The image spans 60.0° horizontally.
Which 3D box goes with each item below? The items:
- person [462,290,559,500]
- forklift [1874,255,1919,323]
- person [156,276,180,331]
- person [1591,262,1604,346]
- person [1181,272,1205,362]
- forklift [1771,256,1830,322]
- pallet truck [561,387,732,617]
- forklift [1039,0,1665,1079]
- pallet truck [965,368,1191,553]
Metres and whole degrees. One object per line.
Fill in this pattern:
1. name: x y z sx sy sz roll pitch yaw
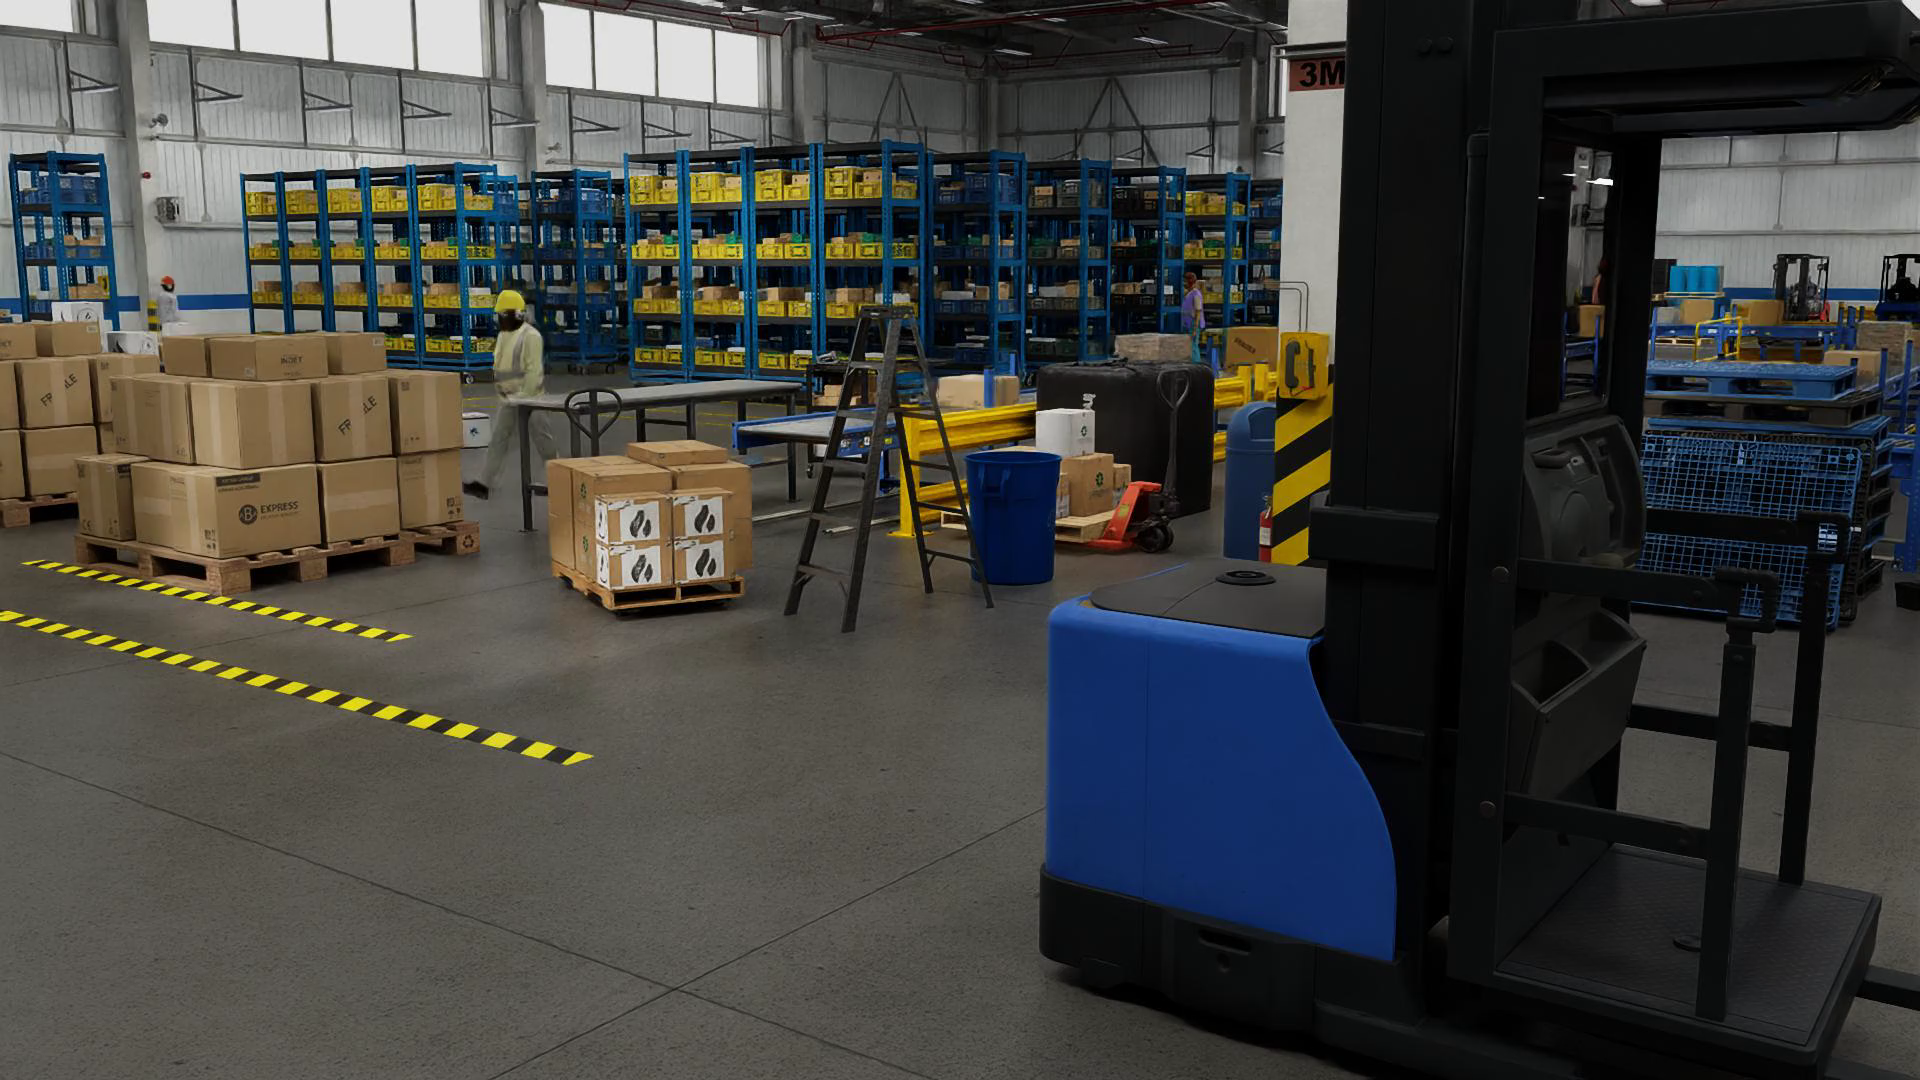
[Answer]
1. person: -3.786 -1.222 14.113 0.611 1.772 0.938 9 13 43
2. forklift: 22.089 -5.634 38.796 1.157 1.987 2.680 6 11 33
3. person: -15.104 -4.160 31.706 0.574 1.736 0.641 7 12 37
4. person: 15.175 -5.582 39.421 0.395 1.994 0.612 0 10 1
5. person: 3.767 -3.414 26.977 0.389 1.837 0.563 -1 10 -8
6. forklift: 20.253 -5.854 40.139 1.157 1.987 2.680 7 12 35
7. pallet truck: -1.981 -0.274 10.088 0.680 1.201 1.601 -5 11 -28
8. forklift: 1.249 -0.137 4.360 1.873 2.768 1.129 7 12 35
9. pallet truck: 0.845 -0.609 11.869 1.630 1.274 0.653 7 12 35
